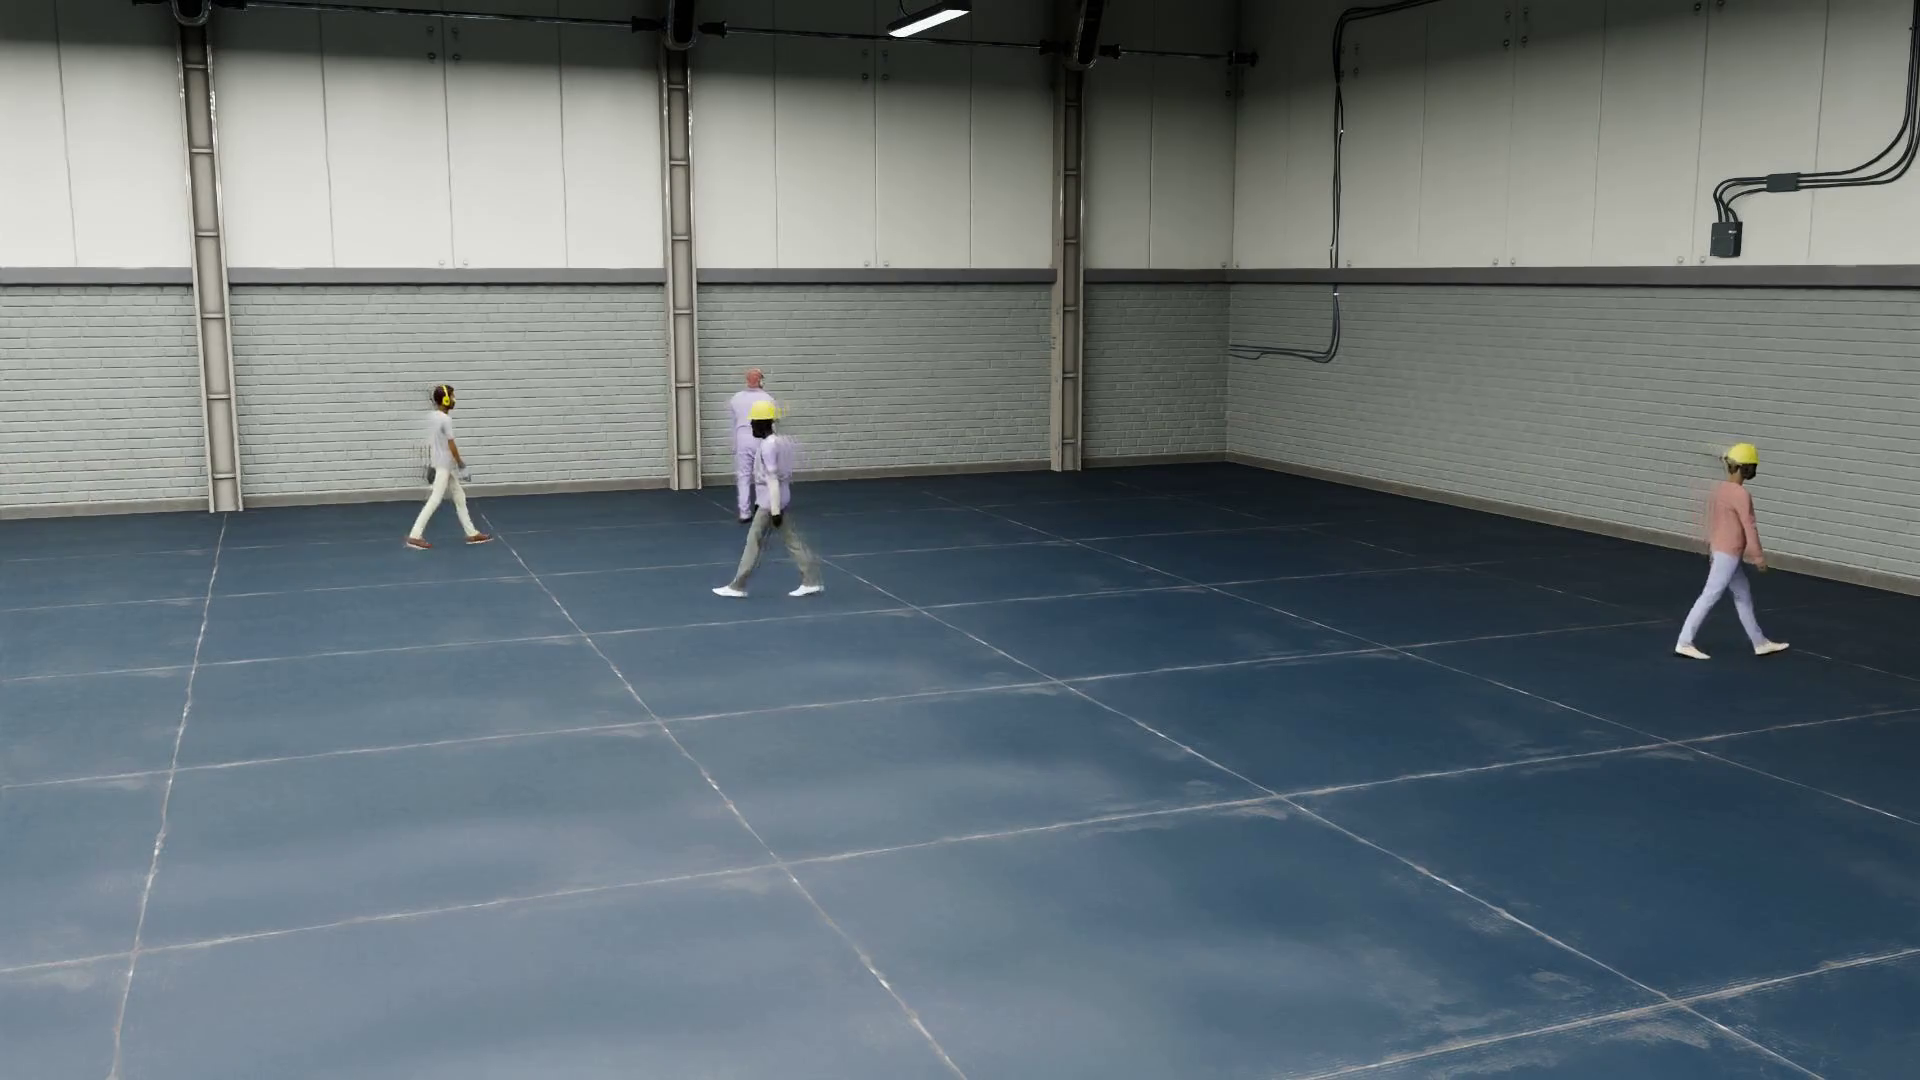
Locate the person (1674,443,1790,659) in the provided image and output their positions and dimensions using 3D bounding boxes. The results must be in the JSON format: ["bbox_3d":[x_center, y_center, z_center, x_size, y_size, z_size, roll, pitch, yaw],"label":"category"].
[{"bbox_3d":[6.100,0.104,13.064,0.899,1.719,0.539,2,9,10],"label":"person"}]

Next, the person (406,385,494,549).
[{"bbox_3d":[-5.750,-0.813,18.540,0.993,1.823,0.518,-5,10,-28],"label":"person"}]

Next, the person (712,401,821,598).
[{"bbox_3d":[-1.788,-0.373,15.606,1.013,1.874,0.600,1,9,3],"label":"person"}]

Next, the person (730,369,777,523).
[{"bbox_3d":[-2.491,-1.169,20.570,0.657,1.868,0.897,3,10,19],"label":"person"}]
